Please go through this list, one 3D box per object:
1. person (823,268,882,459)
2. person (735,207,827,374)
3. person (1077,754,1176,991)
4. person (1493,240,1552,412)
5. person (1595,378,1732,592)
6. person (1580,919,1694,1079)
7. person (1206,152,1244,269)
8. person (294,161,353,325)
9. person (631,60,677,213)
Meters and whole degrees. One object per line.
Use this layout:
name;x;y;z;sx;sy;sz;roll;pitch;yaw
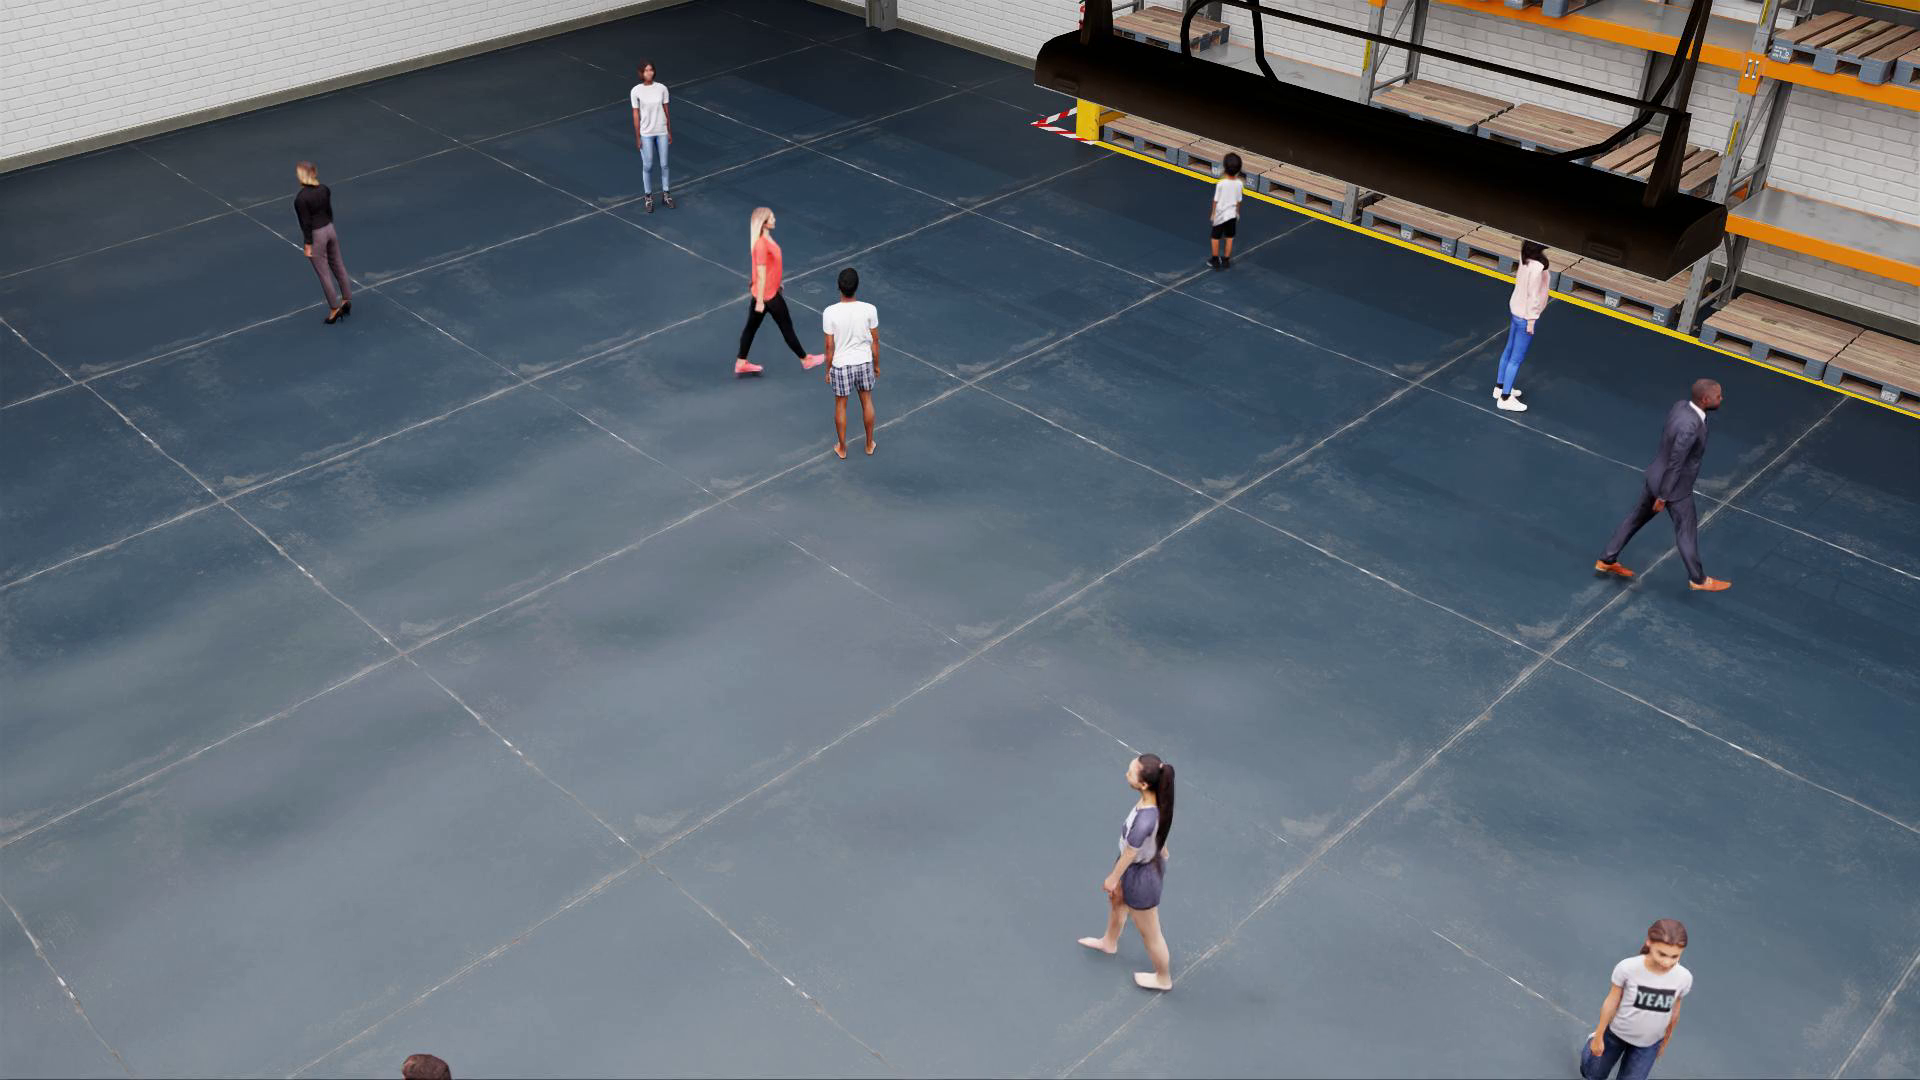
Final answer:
person;-0.929;-1.505;14.255;0.711;1.734;0.720;-6;34;-9
person;-1.901;-2.264;15.481;1.089;1.642;1.134;-5;34;-8
person;1.106;1.883;9.257;0.946;1.626;0.811;10;35;15
person;5.093;-2.032;15.017;0.762;1.768;0.728;3;34;5
person;5.284;-0.411;12.576;1.313;1.771;1.111;8;34;12
person;3.399;2.458;8.460;0.925;1.550;0.888;7;34;10
person;2.826;-3.483;17.662;0.579;1.258;0.603;-10;35;-15
person;-6.320;-2.956;16.495;0.665;1.672;0.671;11;35;16
person;-3.497;-4.614;18.947;0.650;1.719;0.637;-14;36;-20
